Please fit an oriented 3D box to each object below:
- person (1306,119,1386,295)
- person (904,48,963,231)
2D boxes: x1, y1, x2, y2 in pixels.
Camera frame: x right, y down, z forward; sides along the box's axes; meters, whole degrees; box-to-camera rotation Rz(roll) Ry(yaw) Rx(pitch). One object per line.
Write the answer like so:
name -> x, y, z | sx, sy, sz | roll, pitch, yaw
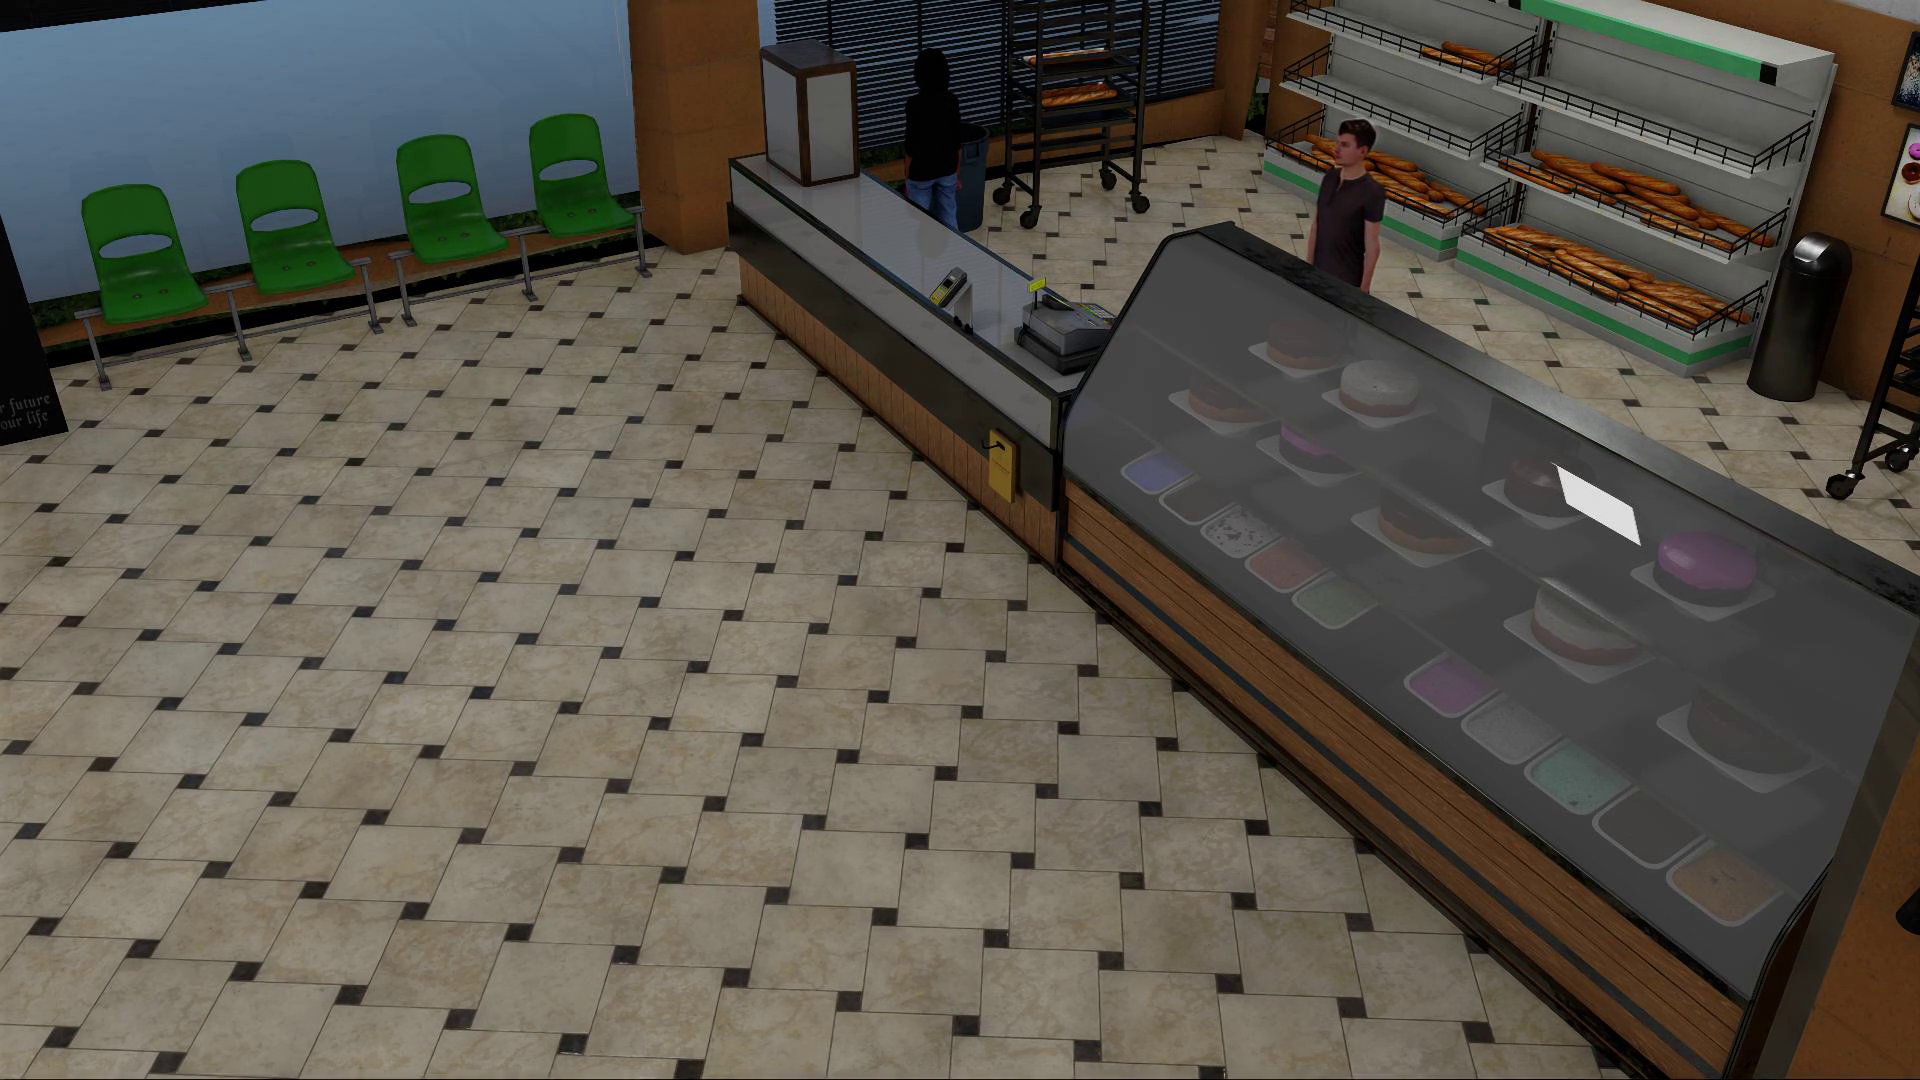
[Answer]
person -> 2.132, -1.449, 9.323 | 0.514, 1.850, 0.644 | -17, 36, -25
person -> -0.184, -2.398, 10.988 | 0.510, 1.702, 0.656 | -12, 34, -18
